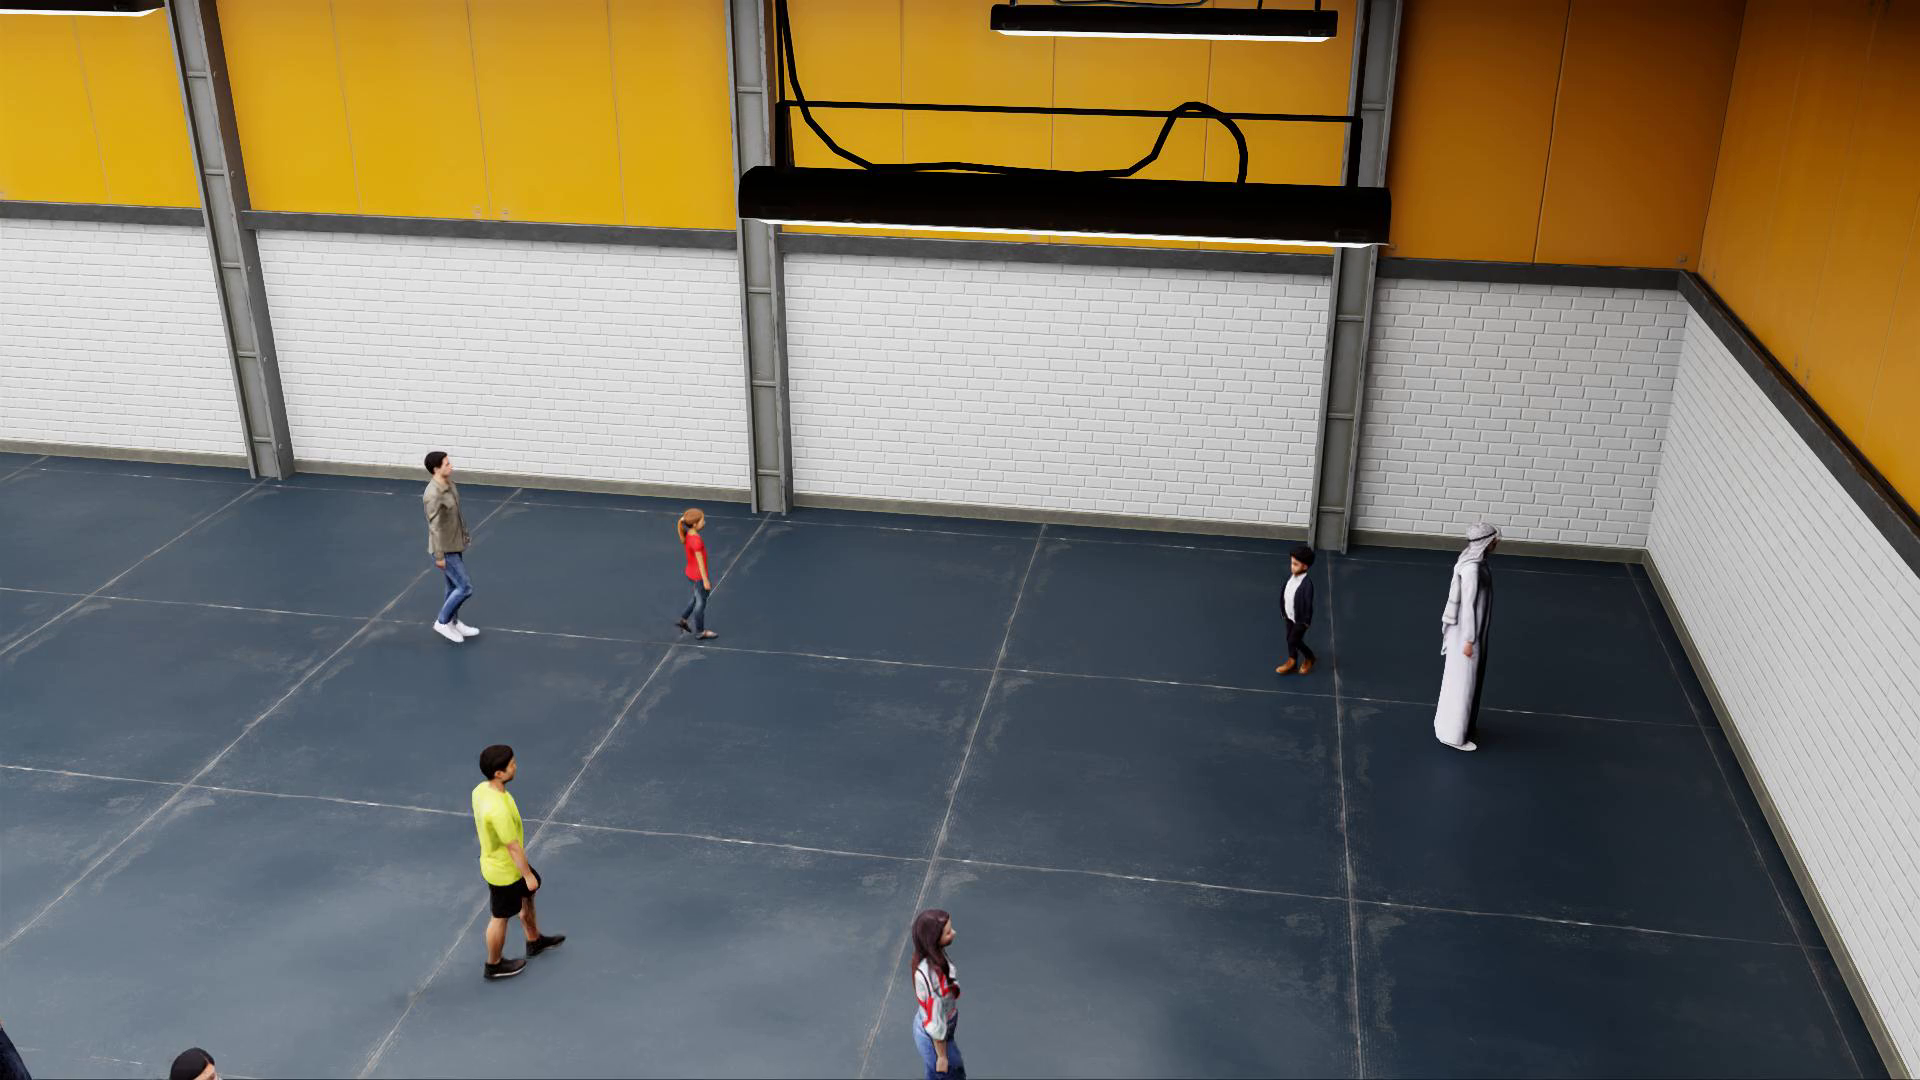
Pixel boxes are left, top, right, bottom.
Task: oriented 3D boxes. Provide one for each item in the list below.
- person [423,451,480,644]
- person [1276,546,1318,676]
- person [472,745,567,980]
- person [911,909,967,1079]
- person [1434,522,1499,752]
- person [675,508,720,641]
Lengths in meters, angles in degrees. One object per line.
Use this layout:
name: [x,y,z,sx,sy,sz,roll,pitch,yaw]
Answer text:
person: [-4.743,0.064,15.103,0.743,1.855,0.774,-2,24,-4]
person: [3.018,0.616,14.635,0.687,1.218,0.623,-9,25,-19]
person: [-3.006,2.100,10.658,0.952,1.686,0.876,-12,26,-25]
person: [-0.208,2.756,9.252,0.762,1.609,0.705,-2,24,-5]
person: [4.103,0.748,13.451,0.676,1.926,0.726,8,25,17]
person: [-2.464,0.331,15.187,0.701,1.299,0.616,-8,25,-17]
